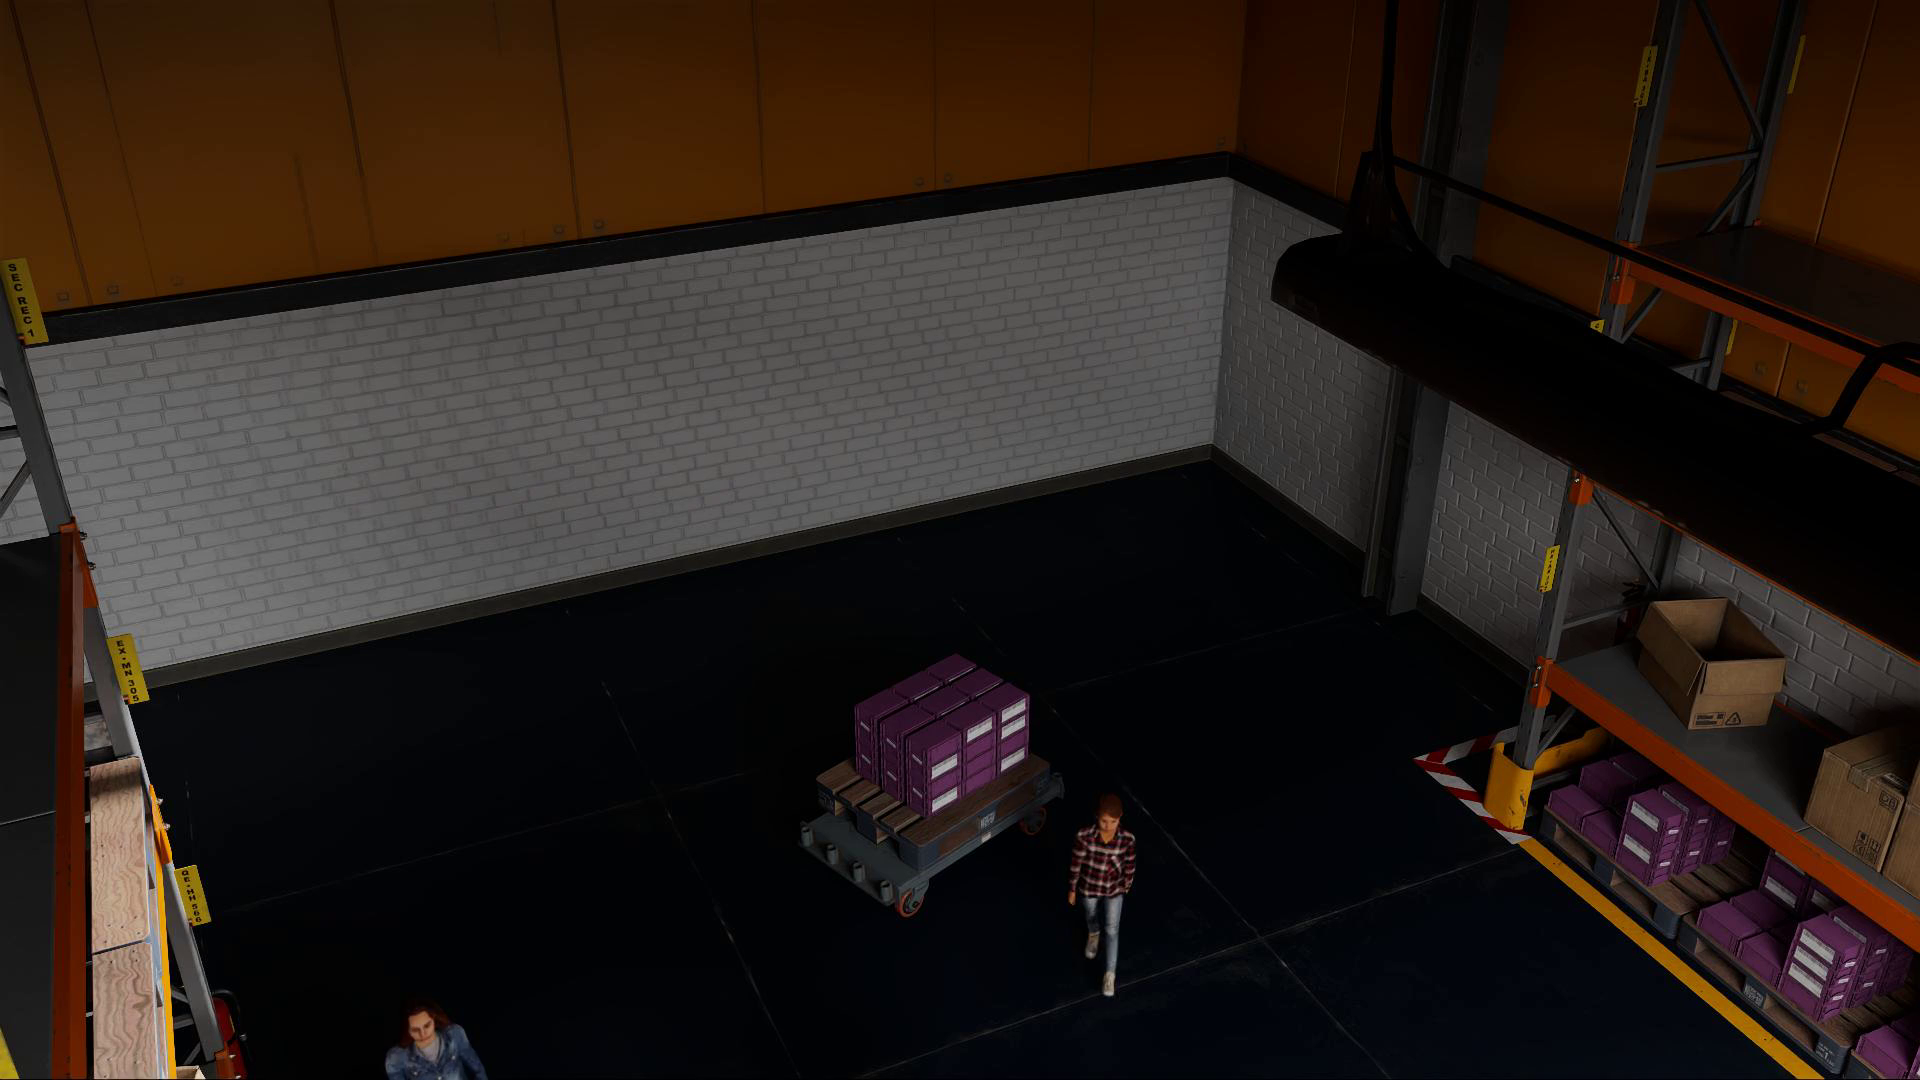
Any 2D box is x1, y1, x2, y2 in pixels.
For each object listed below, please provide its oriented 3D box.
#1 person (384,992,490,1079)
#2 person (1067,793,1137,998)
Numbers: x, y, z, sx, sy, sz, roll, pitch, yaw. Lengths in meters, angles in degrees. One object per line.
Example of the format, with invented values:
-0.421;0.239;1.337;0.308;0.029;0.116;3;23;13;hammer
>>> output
-2.629;2.783;8.321;0.762;1.447;0.992;-25;37;-38;person
0.842;2.004;9.927;0.815;1.276;0.941;5;29;8;person
